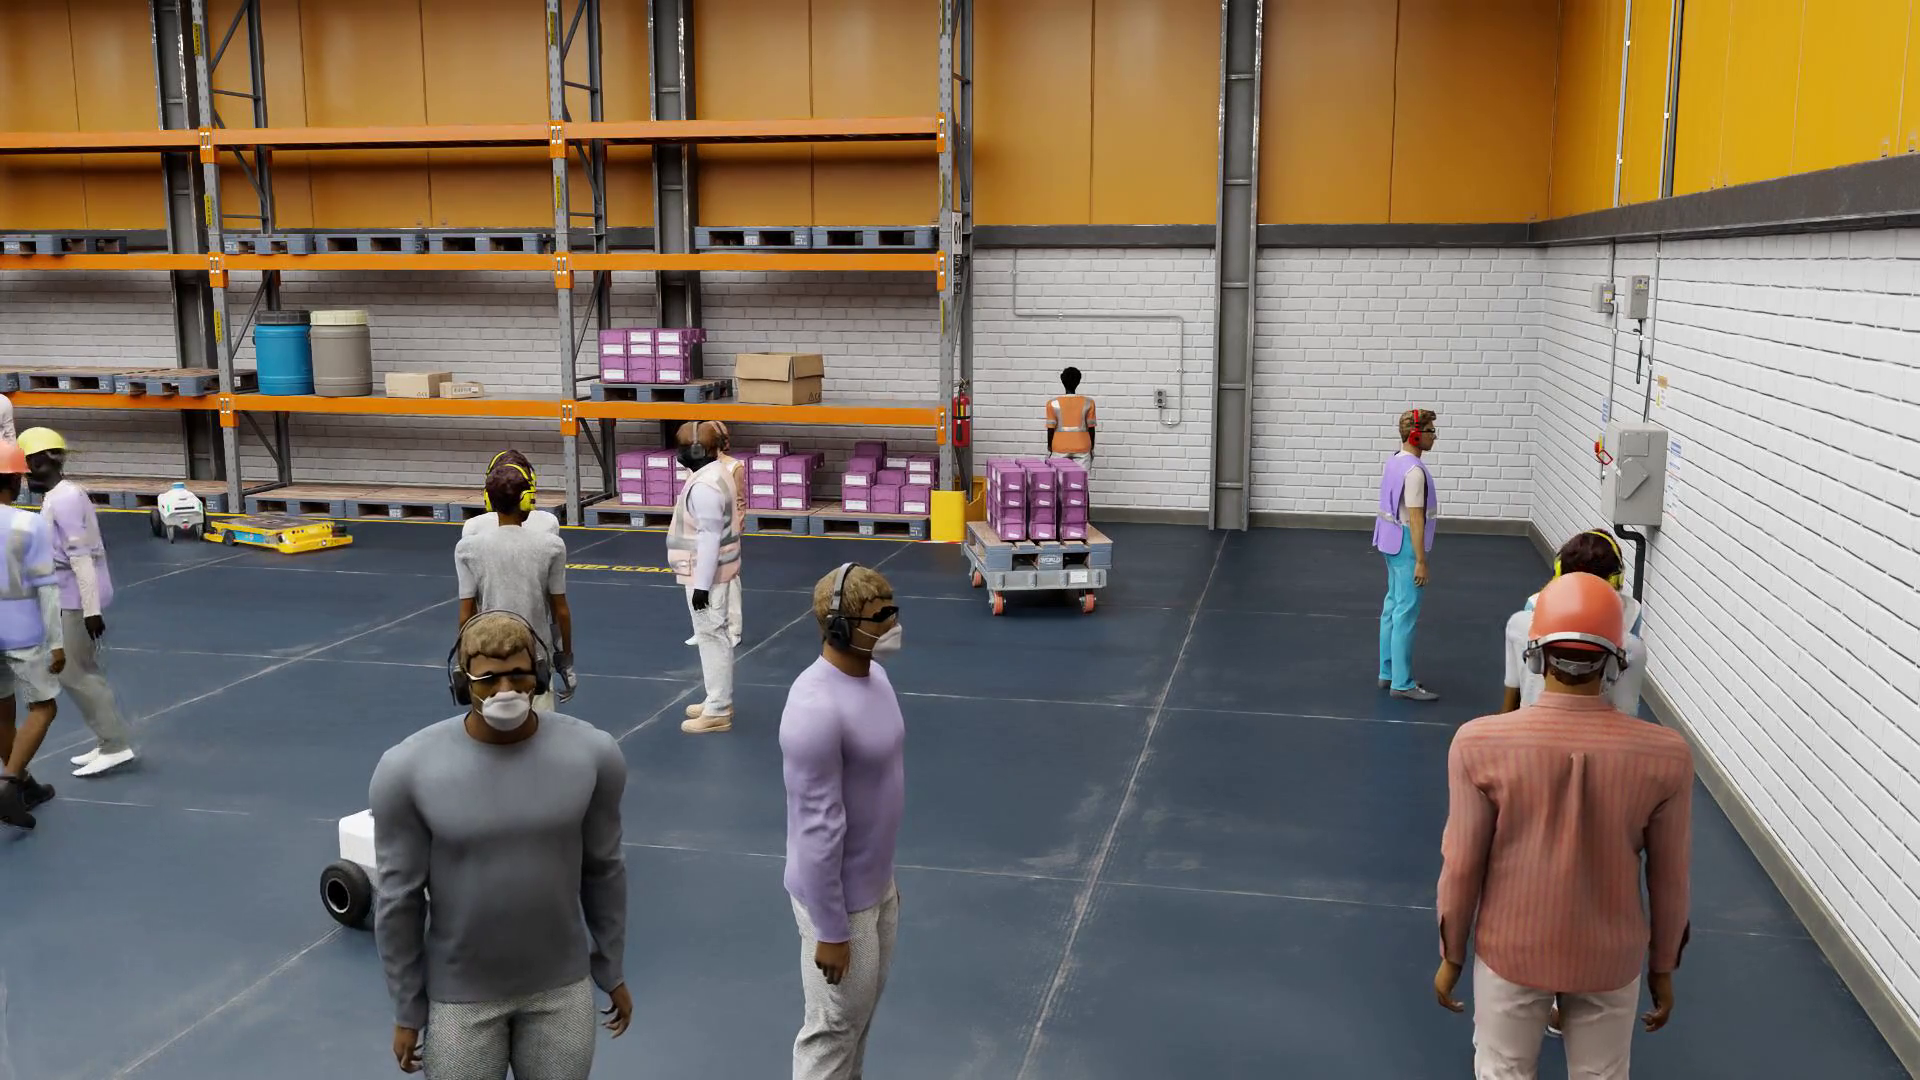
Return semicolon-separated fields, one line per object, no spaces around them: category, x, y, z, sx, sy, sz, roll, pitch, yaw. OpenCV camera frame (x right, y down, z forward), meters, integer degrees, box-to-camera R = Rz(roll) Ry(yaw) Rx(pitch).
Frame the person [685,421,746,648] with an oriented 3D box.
person;-1.753;-0.039;11.925;0.514;1.641;0.309;5;11;27

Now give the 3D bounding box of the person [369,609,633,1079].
person;-1.125;1.121;4.171;0.627;1.940;0.377;-5;11;-27

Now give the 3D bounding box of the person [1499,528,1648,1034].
person;2.093;0.884;5.847;0.545;1.846;0.579;7;12;36

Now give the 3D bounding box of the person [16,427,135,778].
person;-4.838;0.325;9.053;0.487;1.876;0.643;-6;11;-31

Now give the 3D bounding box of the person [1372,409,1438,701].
person;2.829;0.089;10.554;0.390;1.846;0.565;0;10;-1

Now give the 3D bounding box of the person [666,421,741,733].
person;-1.513;0.213;9.838;0.429;1.839;0.634;0;10;-2

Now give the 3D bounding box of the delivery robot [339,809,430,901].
delivery robot;-2.261;1.290;6.980;0.707;0.478;0.477;6;11;30

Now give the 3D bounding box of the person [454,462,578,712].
person;-2.027;0.579;7.605;0.535;1.862;0.314;-2;10;-13

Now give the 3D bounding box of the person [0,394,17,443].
person;-8.624;-0.628;14.618;0.653;1.907;0.408;-8;12;-38

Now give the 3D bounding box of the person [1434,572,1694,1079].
person;1.547;1.068;4.313;0.624;1.993;0.384;2;10;9

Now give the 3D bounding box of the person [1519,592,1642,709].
person;2.637;0.772;7.122;0.515;1.639;0.314;0;10;2

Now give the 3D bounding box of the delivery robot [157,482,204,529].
delivery robot;-7.780;-0.332;16.588;0.477;0.478;0.707;-6;11;-31

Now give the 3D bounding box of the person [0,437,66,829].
person;-4.688;0.459;8.148;0.572;1.918;0.714;0;10;0

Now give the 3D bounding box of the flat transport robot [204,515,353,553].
flat transport robot;-6.650;-0.078;16.201;1.431;0.197;0.652;6;11;32

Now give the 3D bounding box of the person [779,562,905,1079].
person;-0.309;1.018;4.780;0.373;1.940;0.630;2;10;10

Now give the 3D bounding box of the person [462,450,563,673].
person;-2.156;0.487;8.130;0.513;1.872;0.328;-8;13;-40

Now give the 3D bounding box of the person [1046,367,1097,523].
person;1.126;-0.907;16.892;0.531;1.698;0.320;-1;10;-4
